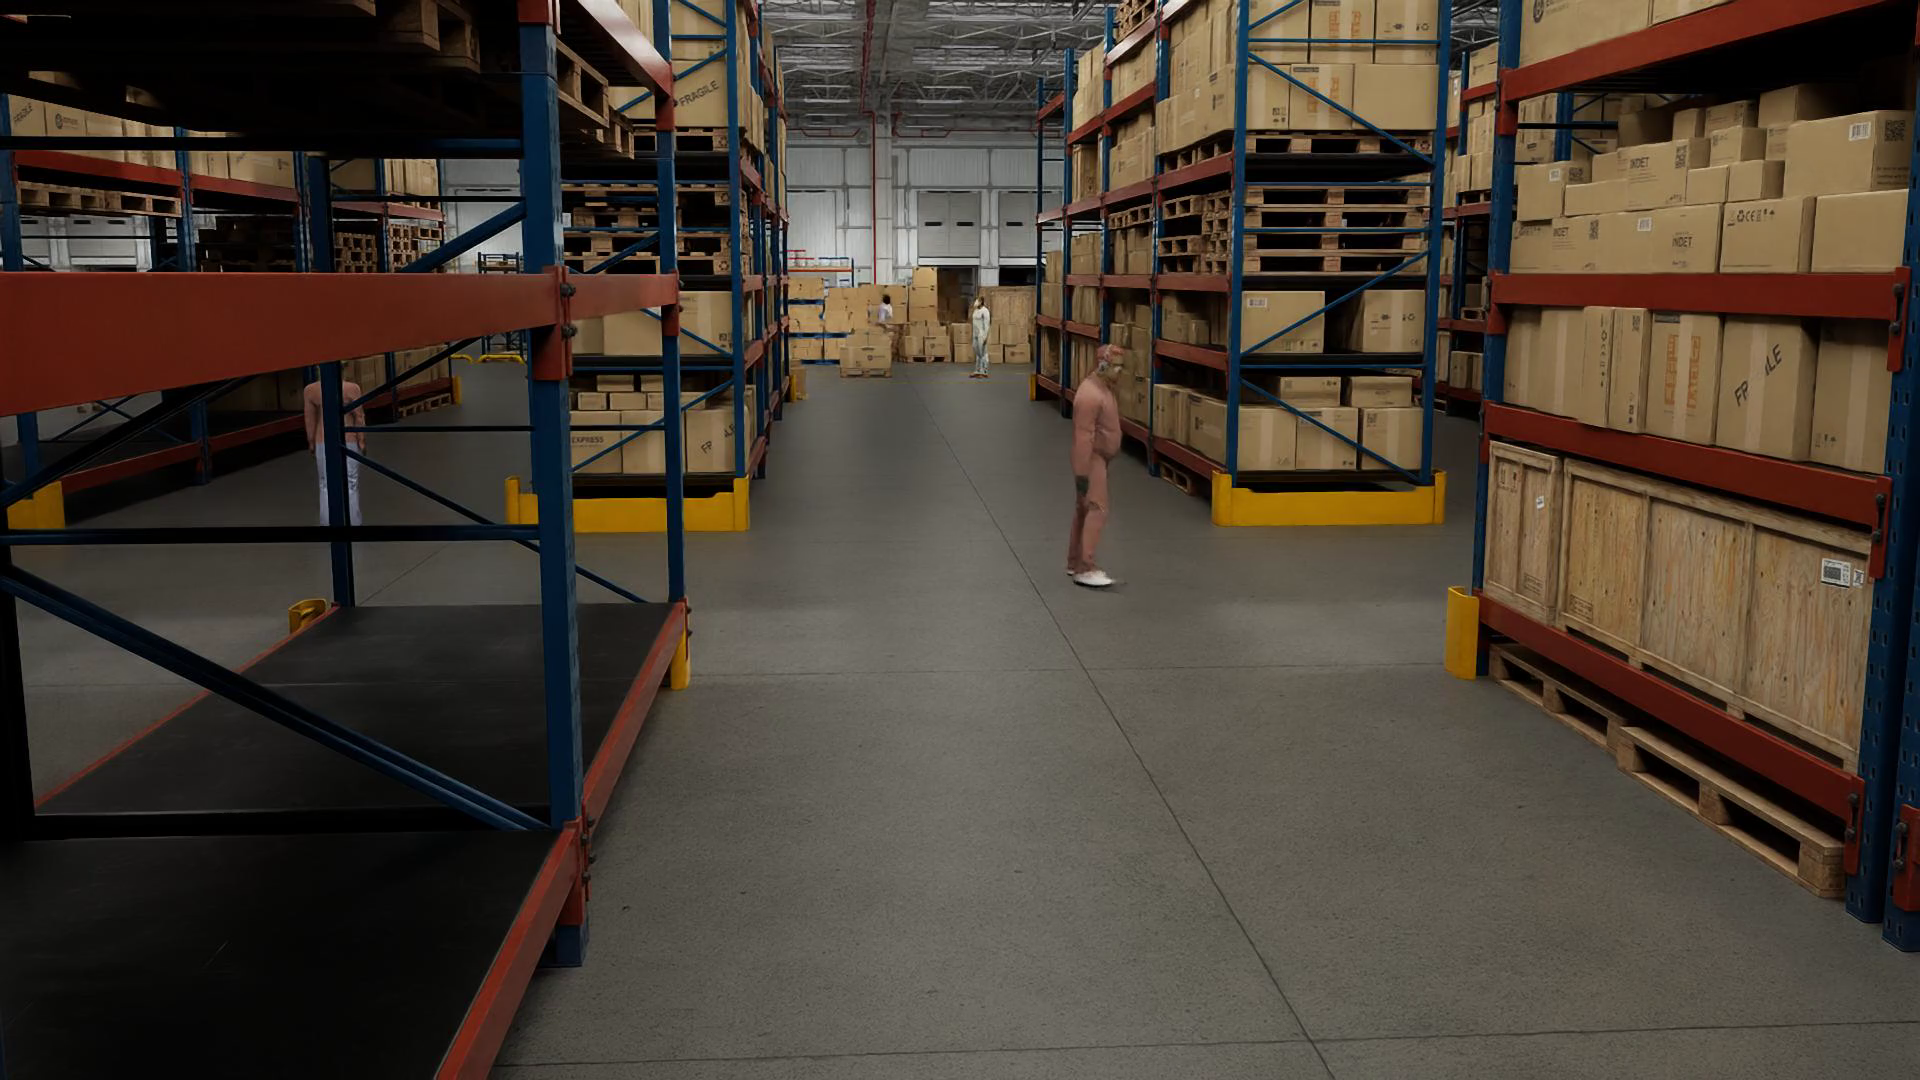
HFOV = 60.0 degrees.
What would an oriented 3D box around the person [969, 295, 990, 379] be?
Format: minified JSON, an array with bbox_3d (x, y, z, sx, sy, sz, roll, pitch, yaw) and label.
[{"bbox_3d":[0.462,-4.724,38.741,0.364,1.939,0.636,-5,10,-28],"label":"person"}]

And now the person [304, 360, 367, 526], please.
[{"bbox_3d":[-5.667,-0.878,15.135,0.532,1.768,0.311,-1,9,-7],"label":"person"}]

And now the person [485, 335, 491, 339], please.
[{"bbox_3d":[-18.089,-8.440,62.309,1.035,1.870,0.662,-4,10,-24],"label":"person"}]

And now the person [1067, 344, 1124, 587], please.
[{"bbox_3d":[1.051,-0.595,13.022,0.438,1.880,0.673,2,9,11],"label":"person"}]

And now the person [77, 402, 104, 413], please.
[{"bbox_3d":[-15.310,-3.196,29.144,0.370,1.941,0.627,7,12,39],"label":"person"}]

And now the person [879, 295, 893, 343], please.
[{"bbox_3d":[-2.162,-6.568,50.749,0.930,1.795,0.660,4,10,25],"label":"person"}]
